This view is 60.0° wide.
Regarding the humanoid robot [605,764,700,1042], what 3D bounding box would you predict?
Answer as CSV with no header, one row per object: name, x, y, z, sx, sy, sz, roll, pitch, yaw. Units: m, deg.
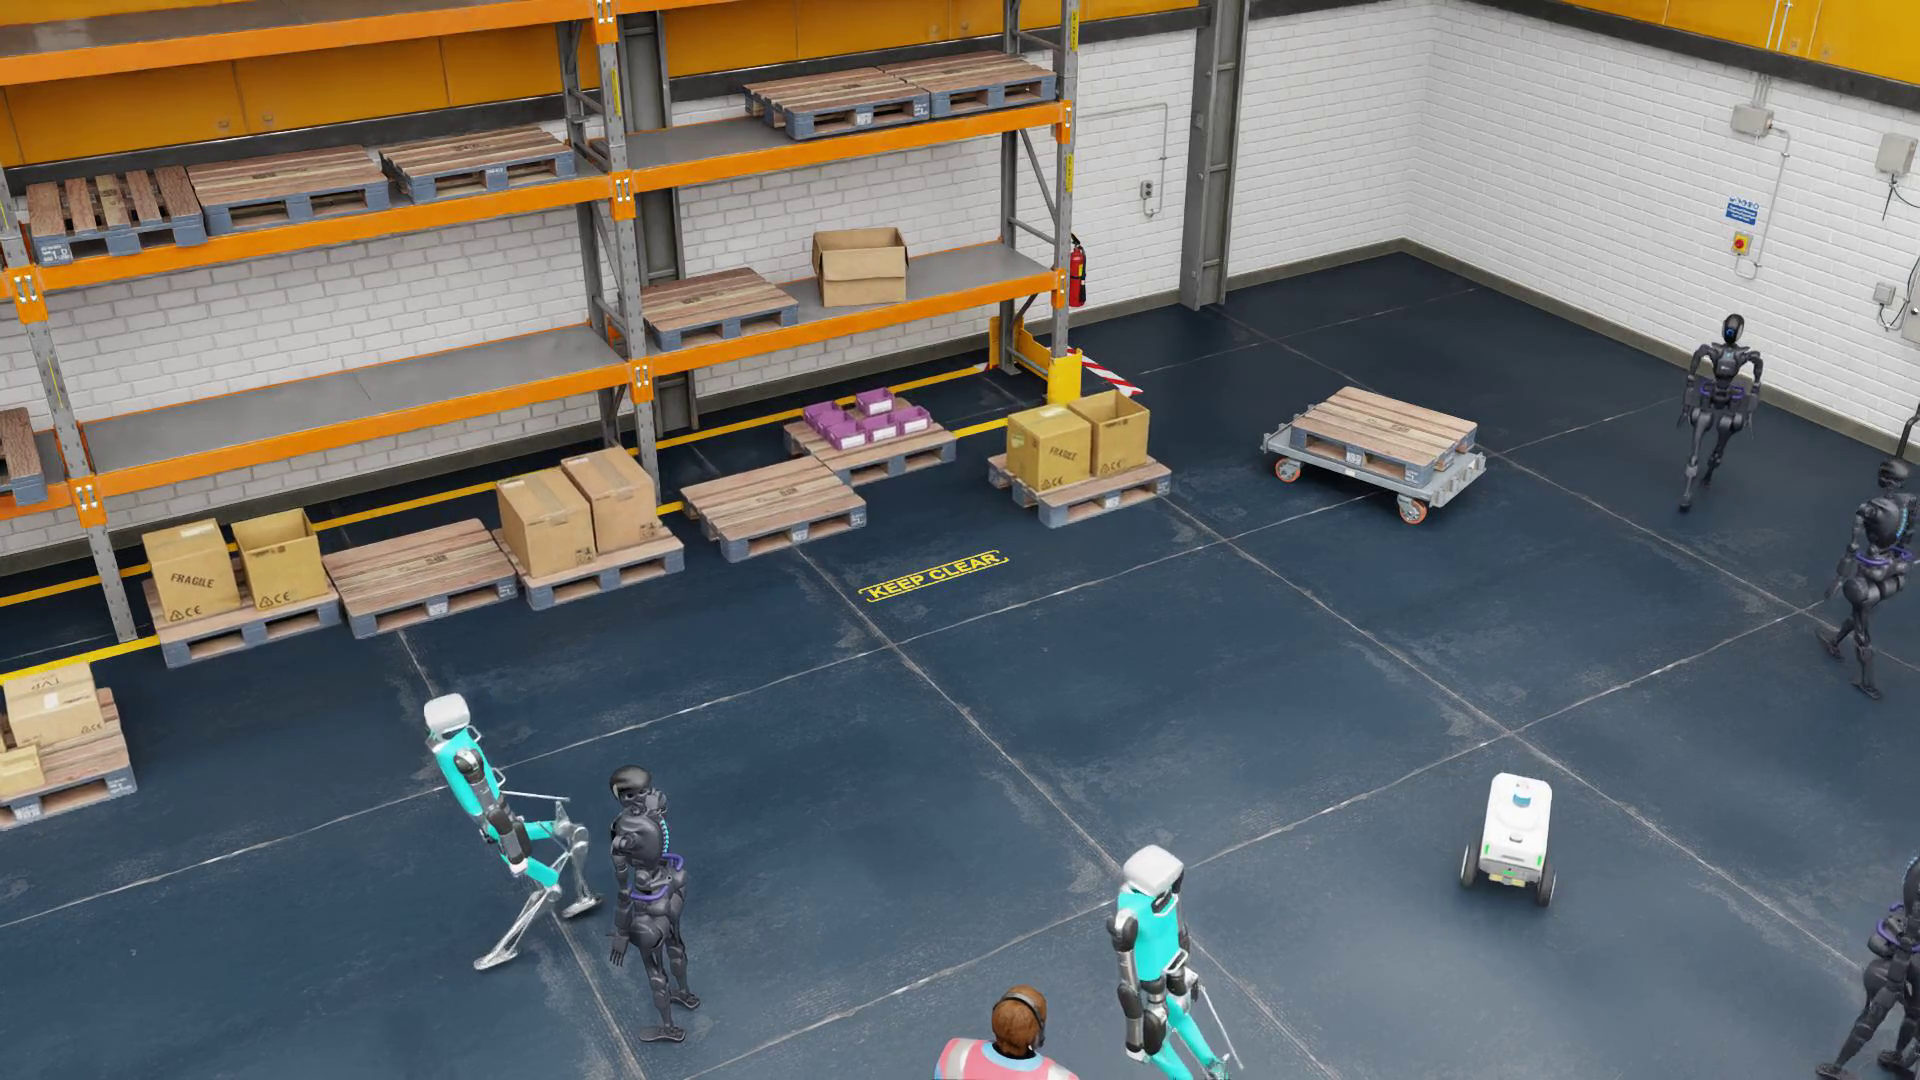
humanoid robot,-1.556,1.809,8.329,0.315,1.655,0.599,8,30,14

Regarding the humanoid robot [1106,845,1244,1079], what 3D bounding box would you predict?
humanoid robot,1.035,2.227,7.568,0.739,1.806,0.550,19,34,30

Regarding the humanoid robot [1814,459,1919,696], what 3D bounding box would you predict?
humanoid robot,6.110,0.204,11.215,0.588,1.631,0.750,-11,31,-18

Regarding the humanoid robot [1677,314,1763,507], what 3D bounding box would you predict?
humanoid robot,6.146,-1.044,13.445,0.598,1.627,0.785,14,32,23

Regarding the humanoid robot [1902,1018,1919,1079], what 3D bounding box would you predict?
humanoid robot,4.534,2.366,7.363,0.487,1.636,0.609,-18,34,-29

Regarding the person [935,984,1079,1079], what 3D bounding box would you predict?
person,0.212,2.564,6.854,0.628,1.836,0.431,11,31,18

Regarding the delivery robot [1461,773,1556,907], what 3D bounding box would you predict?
delivery robot,3.226,1.697,9.667,0.499,0.583,0.767,10,31,18

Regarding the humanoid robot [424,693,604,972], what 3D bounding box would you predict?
humanoid robot,-2.256,1.474,8.916,0.995,1.739,0.563,-21,35,-32

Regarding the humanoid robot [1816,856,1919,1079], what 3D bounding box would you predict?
humanoid robot,4.573,2.014,7.986,0.481,1.641,0.613,25,38,37
